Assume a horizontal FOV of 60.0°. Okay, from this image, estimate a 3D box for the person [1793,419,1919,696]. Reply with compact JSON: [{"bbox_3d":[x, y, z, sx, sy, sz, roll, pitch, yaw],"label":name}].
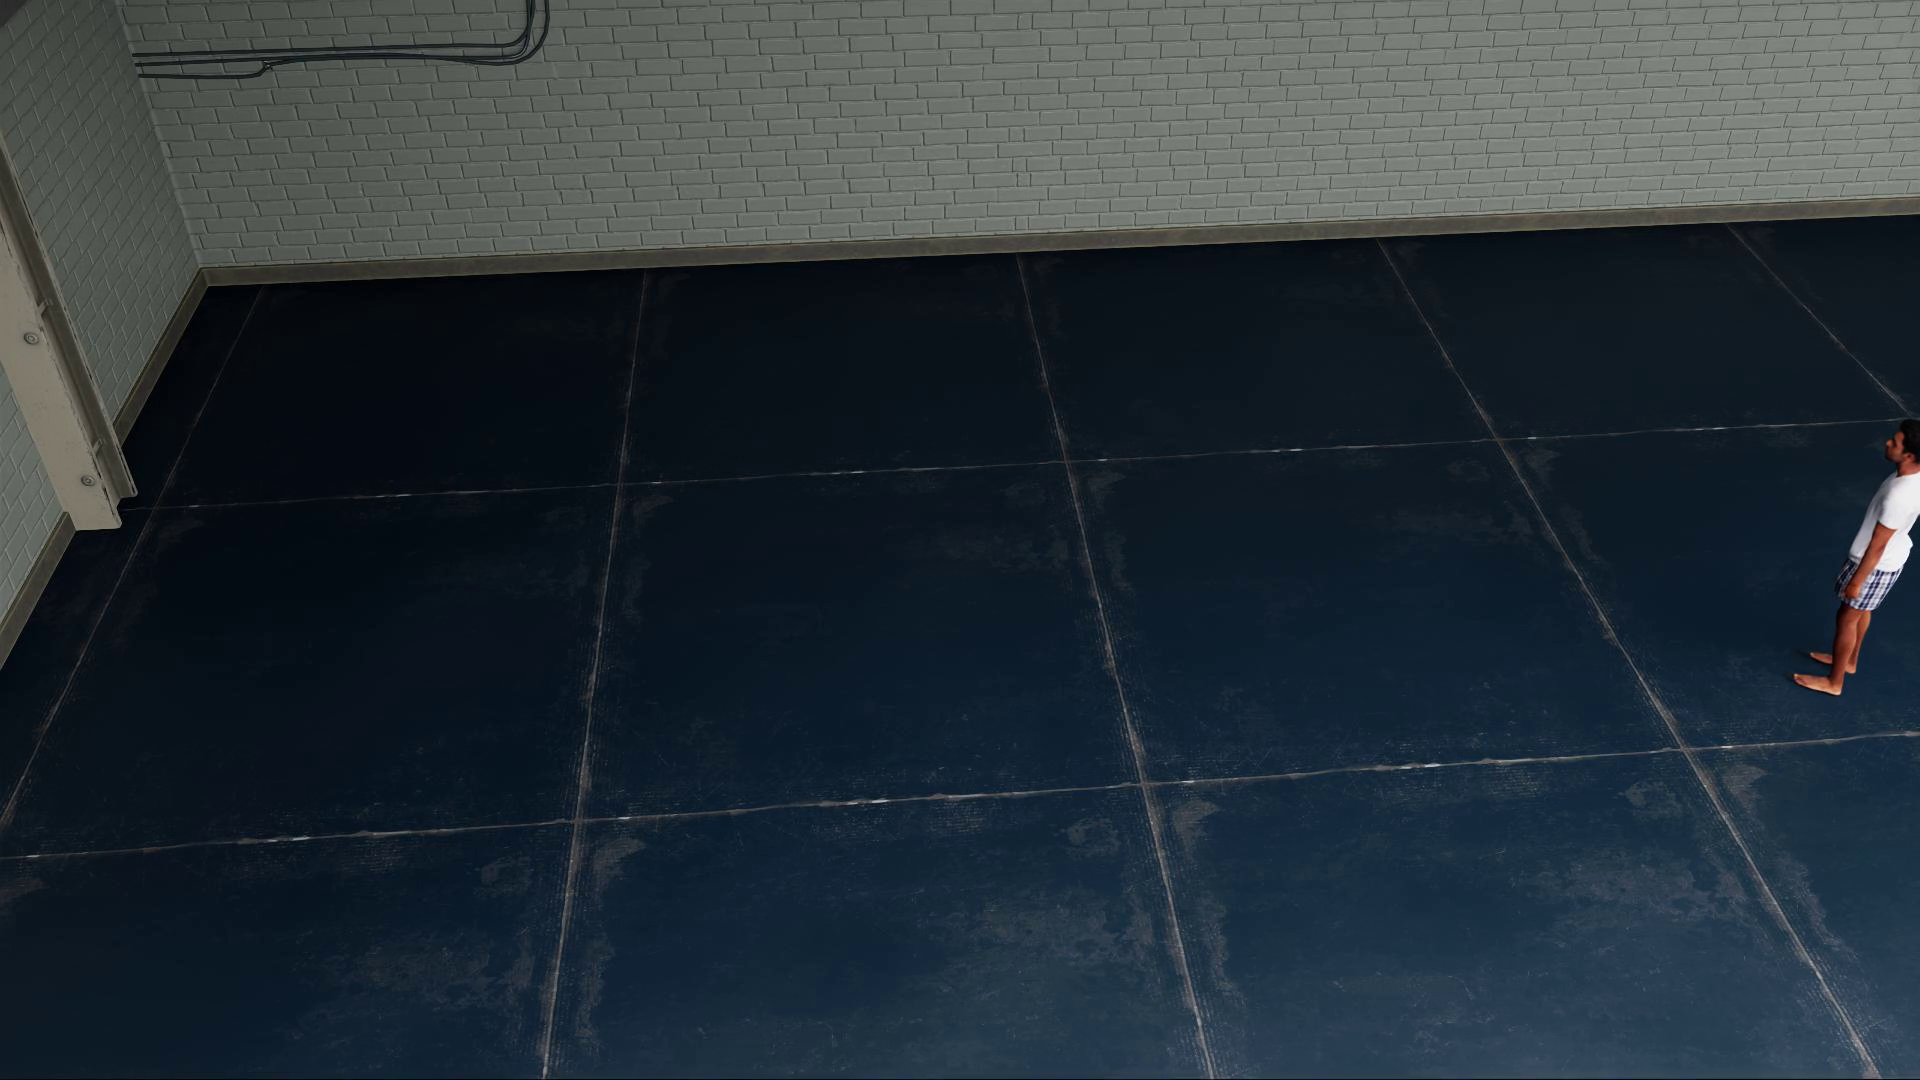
[{"bbox_3d":[4.989,0.099,9.053,0.760,1.727,0.699,27,46,30],"label":"person"}]
